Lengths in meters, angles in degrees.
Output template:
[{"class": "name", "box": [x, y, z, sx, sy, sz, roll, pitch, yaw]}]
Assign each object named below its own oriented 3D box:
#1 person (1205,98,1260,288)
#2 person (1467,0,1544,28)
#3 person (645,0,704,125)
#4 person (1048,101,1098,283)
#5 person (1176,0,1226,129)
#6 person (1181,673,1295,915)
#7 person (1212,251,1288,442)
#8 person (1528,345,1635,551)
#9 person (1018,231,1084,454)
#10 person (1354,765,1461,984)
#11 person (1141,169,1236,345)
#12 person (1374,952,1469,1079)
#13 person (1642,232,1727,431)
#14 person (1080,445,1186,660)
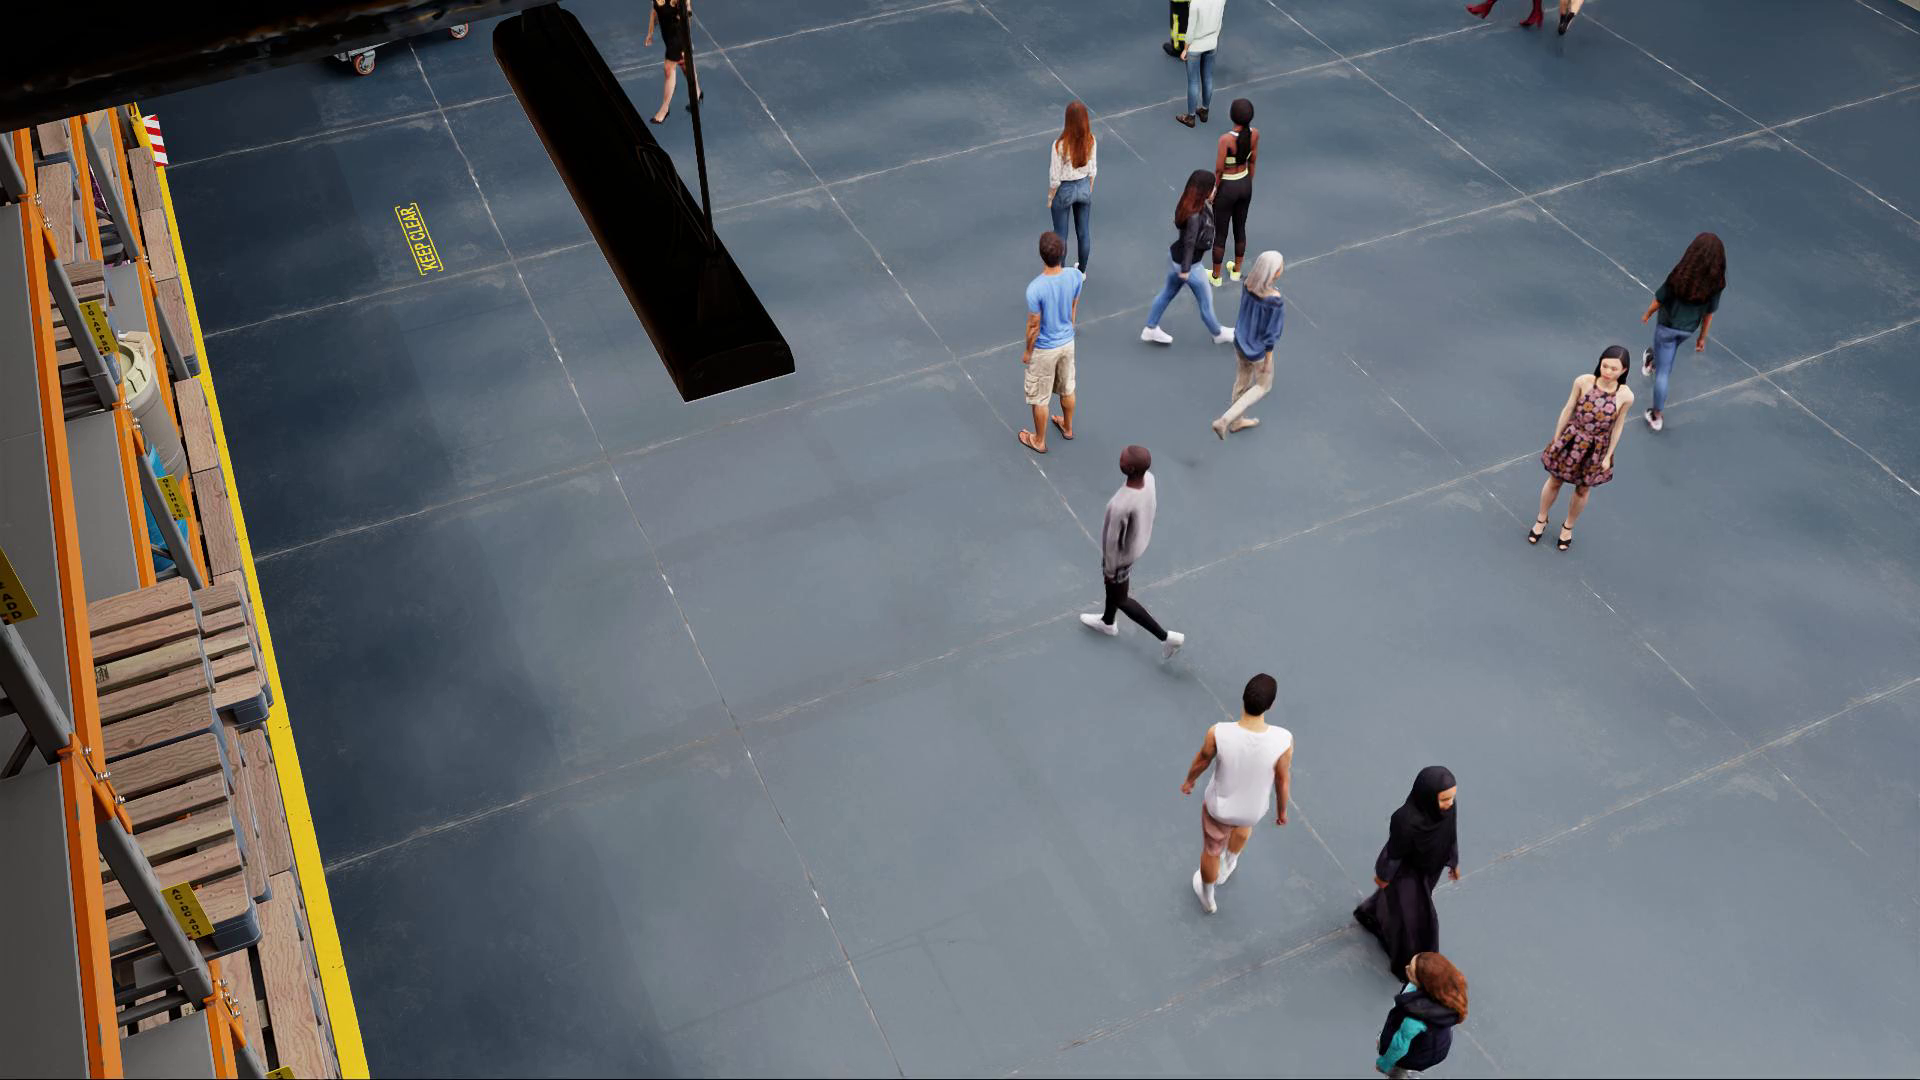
[{"class": "person", "box": [2.324, -2.955, 14.150, 0.558, 1.753, 0.511, -16, 46, -16]}, {"class": "person", "box": [6.127, -6.227, 17.640, 1.106, 1.676, 1.037, 14, 45, 15]}, {"class": "person", "box": [-2.745, -4.949, 16.342, 0.802, 1.618, 0.942, -31, 52, -29]}, {"class": "person", "box": [0.957, -2.951, 14.163, 0.593, 1.729, 0.536, -13, 45, -13]}, {"class": "person", "box": [2.352, -4.823, 16.190, 0.585, 1.645, 0.526, -22, 48, -22]}, {"class": "person", "box": [1.577, 1.532, 9.442, 0.919, 1.751, 0.937, 3, 44, 3]}, {"class": "person", "box": [2.166, -1.428, 12.594, 0.718, 1.688, 0.764, -24, 48, -23]}, {"class": "person", "box": [4.382, -0.637, 11.702, 0.796, 1.773, 0.865, 19, 47, 19]}, {"class": "person", "box": [0.691, -1.484, 12.526, 0.679, 1.863, 0.598, -25, 49, -24]}, {"class": "person", "box": [2.481, 1.747, 9.317, 0.749, 1.612, 0.967, -31, 52, -29]}, {"class": "person", "box": [1.761, -2.262, 13.533, 0.990, 1.601, 1.108, 0, 44, 0]}, {"class": "person", "box": [2.373, 2.577, 8.533, 0.751, 1.492, 0.700, 20, 47, 20]}, {"class": "person", "box": [5.534, -1.574, 12.833, 0.940, 1.569, 1.191, 2, 44, 2]}, {"class": "person", "box": [1.168, 0.110, 10.934, 1.136, 1.751, 0.971, 24, 49, 23]}]
